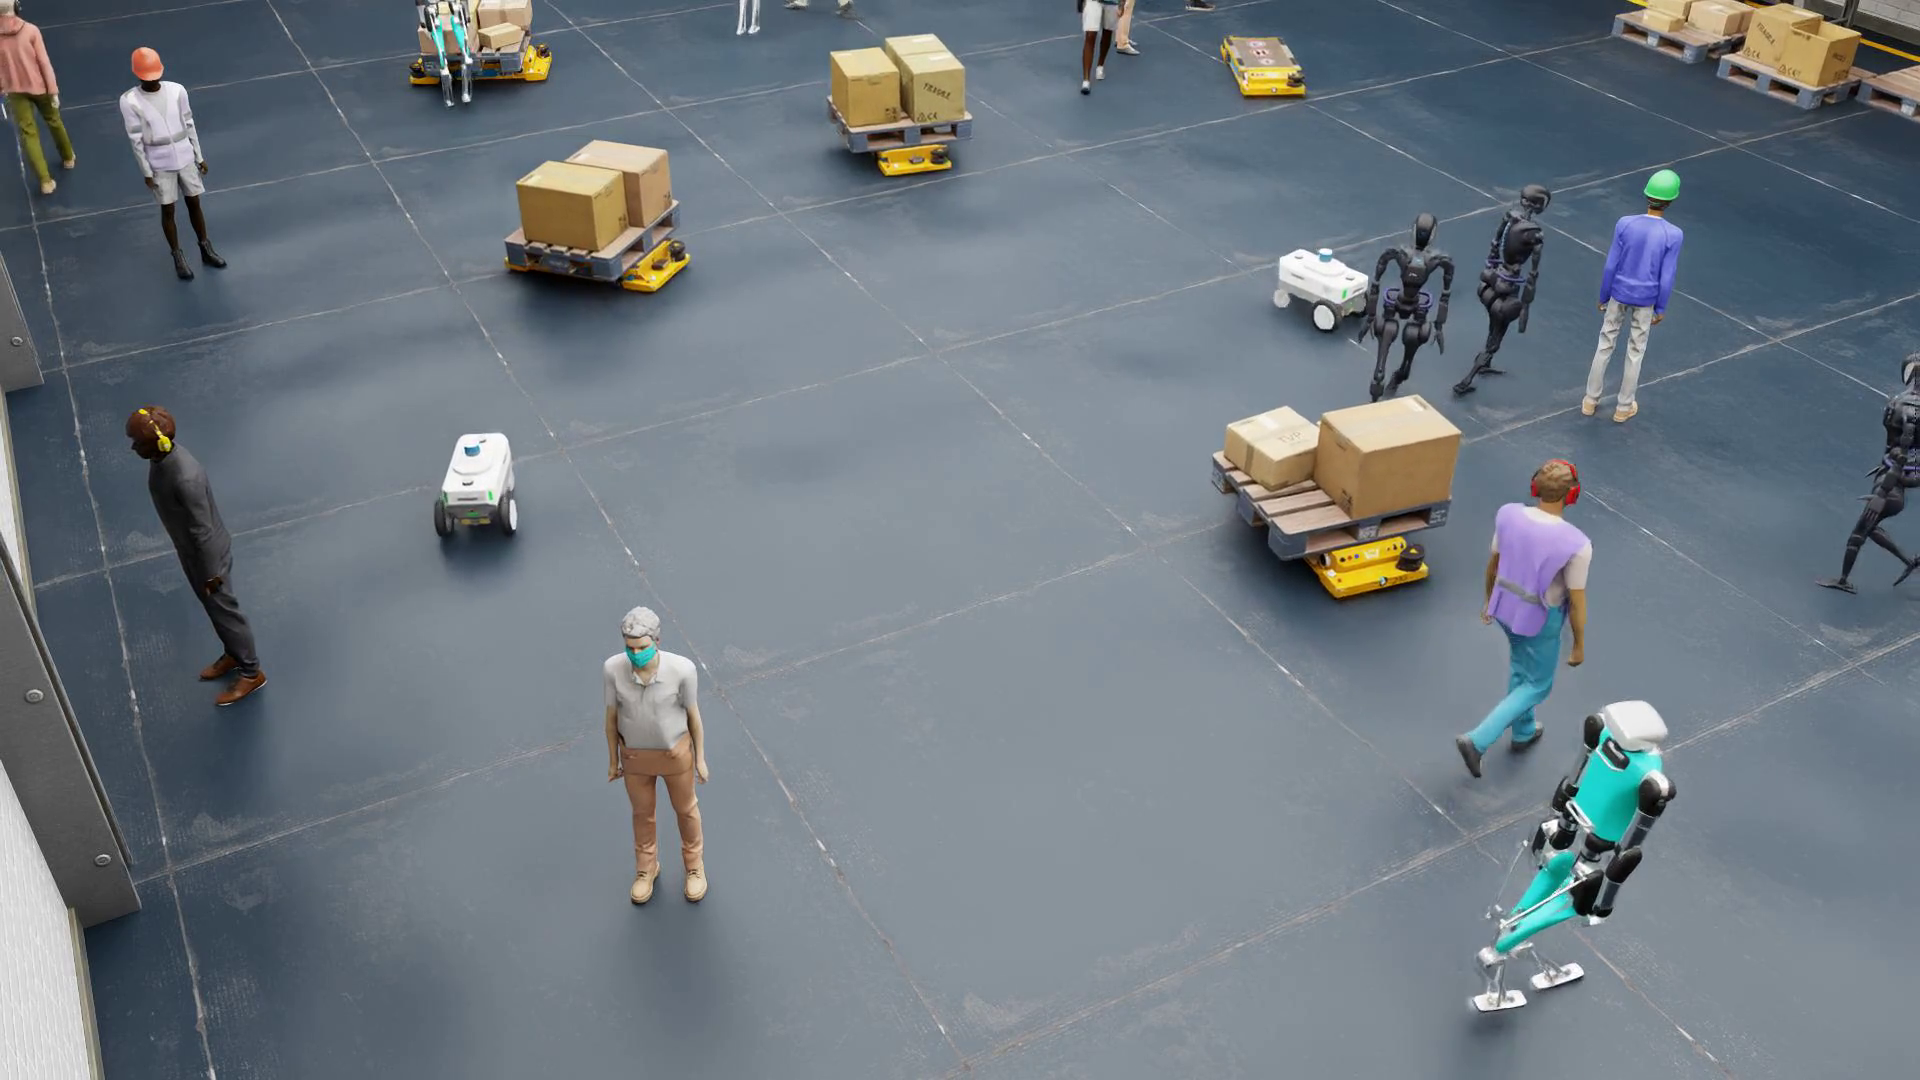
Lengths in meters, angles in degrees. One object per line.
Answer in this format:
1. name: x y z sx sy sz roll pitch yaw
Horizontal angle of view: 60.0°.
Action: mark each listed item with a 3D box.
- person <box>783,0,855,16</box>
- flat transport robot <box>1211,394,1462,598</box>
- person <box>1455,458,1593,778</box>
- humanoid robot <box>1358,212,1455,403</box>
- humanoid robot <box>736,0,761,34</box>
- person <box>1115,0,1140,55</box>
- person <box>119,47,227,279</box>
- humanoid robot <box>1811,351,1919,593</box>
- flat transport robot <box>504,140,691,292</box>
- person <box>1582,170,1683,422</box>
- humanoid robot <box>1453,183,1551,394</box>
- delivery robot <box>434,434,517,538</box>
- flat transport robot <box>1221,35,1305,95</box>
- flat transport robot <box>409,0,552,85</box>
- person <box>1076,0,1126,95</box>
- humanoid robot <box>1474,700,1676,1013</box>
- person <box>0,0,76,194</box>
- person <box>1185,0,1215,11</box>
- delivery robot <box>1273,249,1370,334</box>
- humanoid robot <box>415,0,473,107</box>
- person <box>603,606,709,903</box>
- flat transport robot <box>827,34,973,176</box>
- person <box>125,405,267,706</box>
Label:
1. person: -1.678 -7.024 19.406 0.857 1.808 0.559 4 35 5
2. flat transport robot: 2.401 -0.144 10.922 0.659 0.231 1.431 -12 37 -16
3. person: 2.953 0.439 8.745 0.706 1.802 0.660 -19 39 -25
4. humanoid robot: 3.157 -1.596 11.817 0.600 1.638 0.733 8 36 11
5. humanoid robot: -2.494 -6.641 18.924 0.552 1.795 0.737 15 38 20
6. person: 1.907 -6.243 18.402 0.379 1.674 0.474 1 35 2
7. person: -6.495 -3.118 13.724 0.381 1.927 0.544 30 45 35
8. humanoid robot: 5.680 -0.359 10.015 0.536 1.642 0.608 17 38 23
9. flat transport robot: -3.090 -2.422 14.174 1.431 0.231 0.659 11 37 16
10. person: 4.773 -1.723 11.780 0.463 1.871 0.359 20 39 26
11. humanoid robot: 3.963 -1.830 12.137 0.615 1.625 0.614 -9 36 -13
12. delivery robot: -3.192 -0.394 11.020 0.499 0.583 0.767 -2 35 -3
13. flat transport robot: 3.285 -5.175 18.104 0.659 0.231 1.431 -1 35 -2
14. flat transport robot: -5.212 -5.178 18.109 1.431 0.231 0.659 -3 35 -5
15. person: 1.479 -5.630 17.351 0.548 1.878 1.030 2 35 2
16. humanoid robot: 2.575 1.474 7.324 0.948 1.740 0.532 -8 36 -11
17. person: -8.602 -4.163 15.345 0.522 1.789 0.961 -13 37 -18
18. person: 2.862 -7.213 19.552 0.461 1.943 0.628 0 35 0
19. delivery robot: 2.922 -2.046 13.386 0.499 0.593 0.789 -27 43 -33
20. humanoid robot: -5.189 -5.232 16.917 0.543 1.765 0.841 -16 38 -22
21. person: -1.447 1.031 7.955 0.483 1.748 0.320 0 35 0
22. flat transport robot: -0.602 -3.951 16.357 0.659 0.231 1.431 -10 36 -14
23. person: -4.228 0.069 9.225 0.367 1.869 0.493 -26 43 -32
